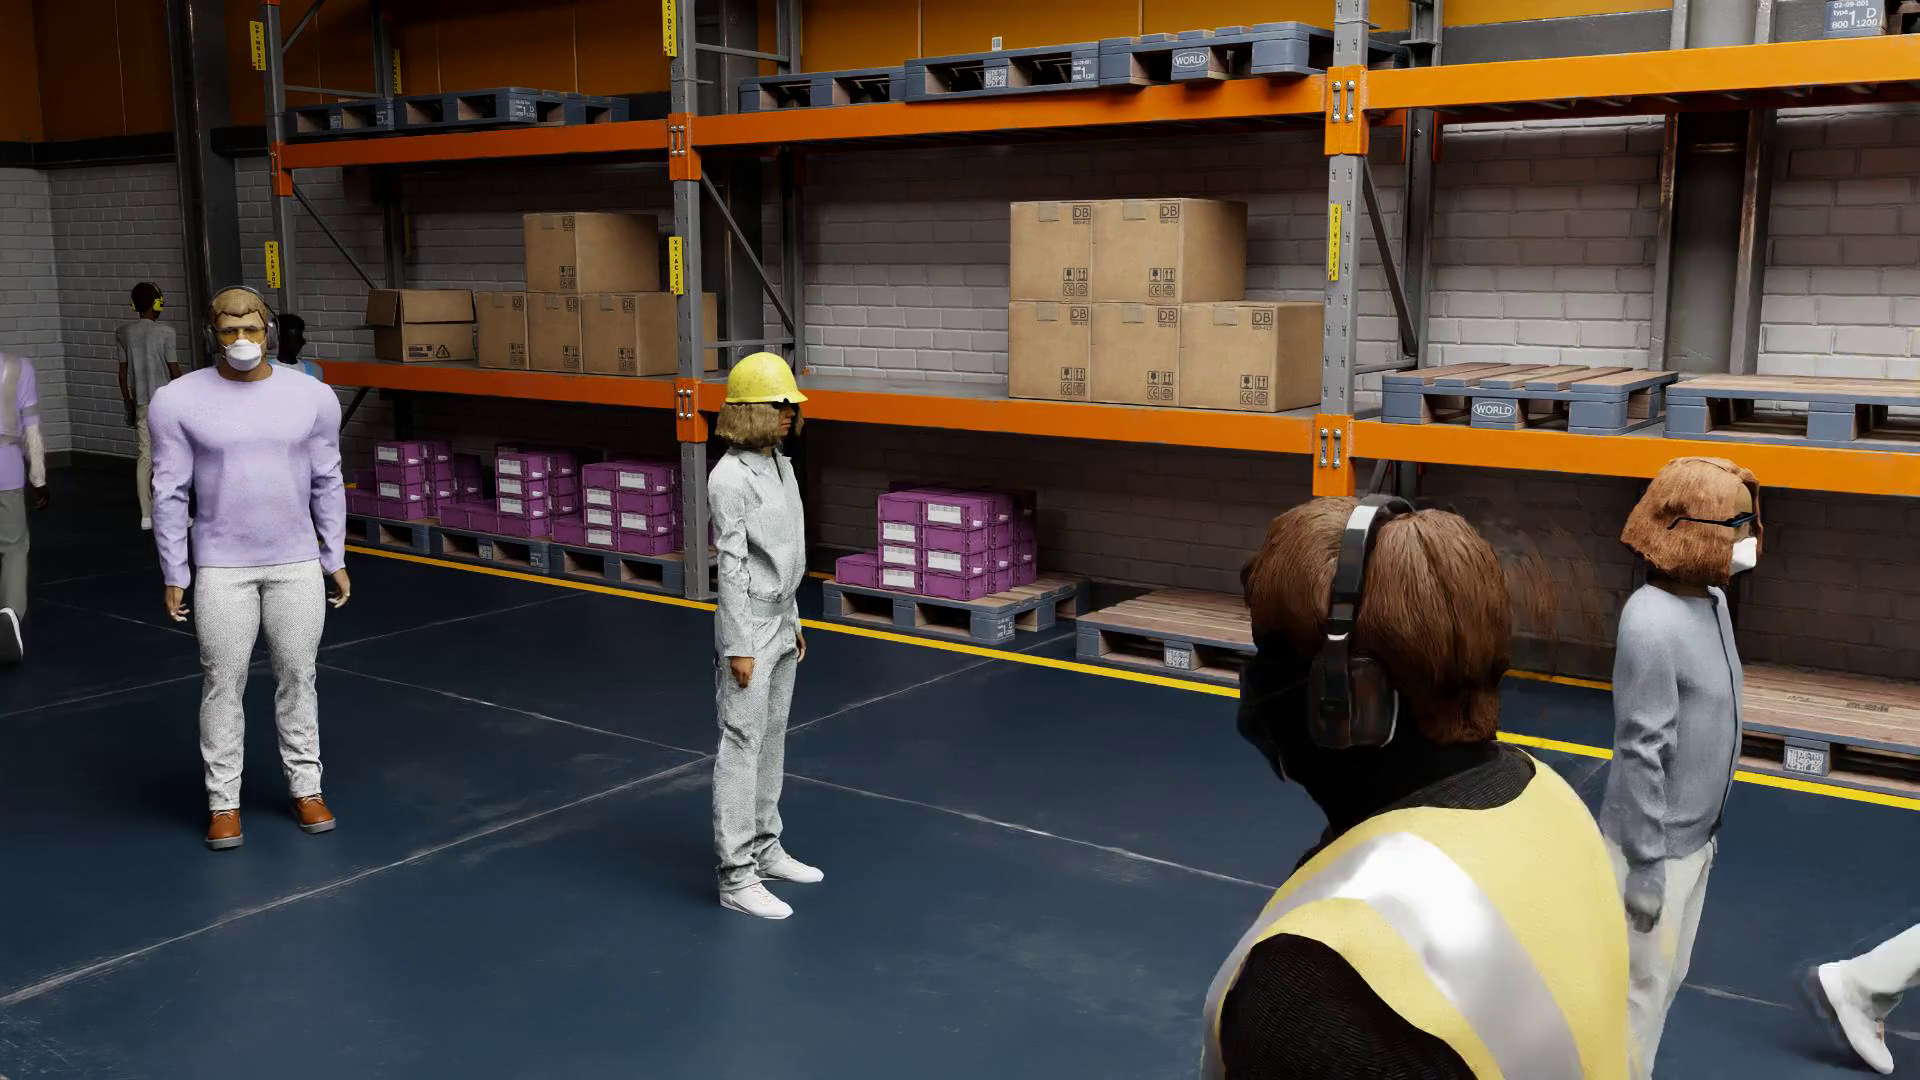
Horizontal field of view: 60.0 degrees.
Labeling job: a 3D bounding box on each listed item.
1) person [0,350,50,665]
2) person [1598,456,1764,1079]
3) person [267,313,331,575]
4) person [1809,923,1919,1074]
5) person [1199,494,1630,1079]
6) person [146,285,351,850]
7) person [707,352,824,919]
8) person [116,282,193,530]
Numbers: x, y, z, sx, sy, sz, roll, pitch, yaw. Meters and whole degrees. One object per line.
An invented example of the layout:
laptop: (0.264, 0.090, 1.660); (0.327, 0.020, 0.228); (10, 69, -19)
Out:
person: (-4.876, -0.308, 8.273); (0.600, 1.910, 0.727); (-5, 11, -28)
person: (1.480, 0.635, 3.468); (0.269, 1.632, 0.509); (7, 12, 36)
person: (-4.240, -0.588, 10.562); (0.318, 1.697, 0.534); (5, 11, 30)
person: (2.606, 0.439, 3.919); (0.922, 1.885, 0.575); (5, 11, 28)
person: (0.301, 0.854, 1.634); (0.902, 1.801, 0.645); (5, 11, 27)
person: (-2.450, 0.092, 5.792); (0.635, 1.937, 0.352); (-6, 11, -32)
person: (-0.608, 0.288, 5.209); (0.295, 1.744, 0.485); (2, 10, 15)
person: (-6.054, -1.002, 12.533); (0.511, 1.866, 0.329); (1, 10, 6)
